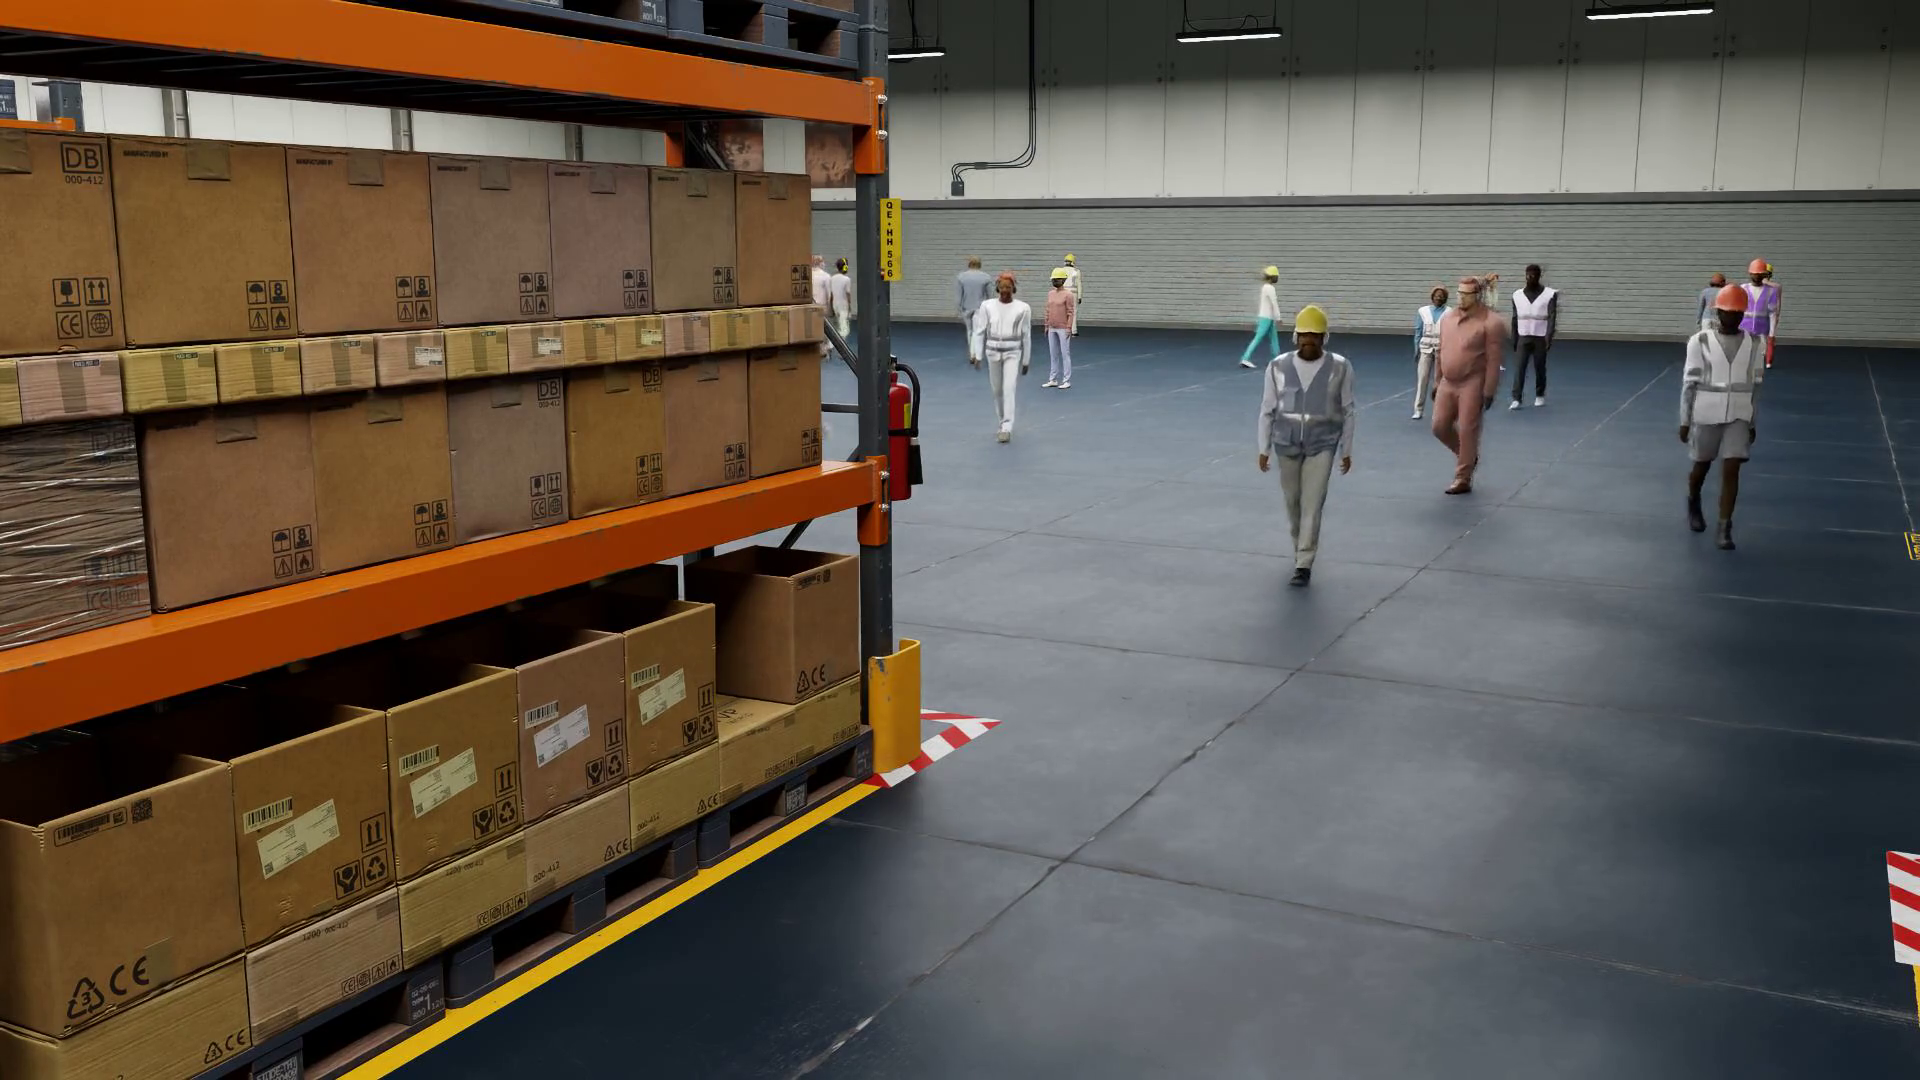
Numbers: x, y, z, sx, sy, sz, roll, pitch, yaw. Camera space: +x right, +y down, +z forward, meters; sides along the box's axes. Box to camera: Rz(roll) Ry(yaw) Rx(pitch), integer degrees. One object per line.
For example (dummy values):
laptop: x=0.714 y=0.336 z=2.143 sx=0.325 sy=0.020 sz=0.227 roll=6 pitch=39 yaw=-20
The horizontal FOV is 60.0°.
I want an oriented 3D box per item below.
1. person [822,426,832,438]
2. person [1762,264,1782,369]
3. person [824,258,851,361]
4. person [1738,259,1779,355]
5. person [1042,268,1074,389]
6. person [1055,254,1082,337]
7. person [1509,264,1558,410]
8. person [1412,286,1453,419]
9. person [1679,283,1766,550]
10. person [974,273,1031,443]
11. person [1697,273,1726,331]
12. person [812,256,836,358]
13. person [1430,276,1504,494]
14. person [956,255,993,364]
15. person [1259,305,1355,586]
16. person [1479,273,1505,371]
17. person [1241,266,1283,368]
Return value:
person: x=-1.915 y=-2.021 z=18.042 sx=1.017 sy=1.939 sz=0.641 roll=-7 pitch=12 yaw=-32
person: x=13.517 y=-3.757 z=27.999 sx=0.523 sy=1.762 sz=0.328 roll=3 pitch=11 yaw=17
person: x=-2.150 y=-4.079 z=29.555 sx=0.516 sy=1.843 sz=0.725 roll=10 pitch=14 yaw=43
person: x=10.749 y=-2.833 z=22.523 sx=0.554 sy=1.918 sz=0.484 roll=5 pitch=12 yaw=26
person: x=1.447 y=-3.109 z=24.451 sx=0.309 sy=1.769 sz=0.525 roll=-10 pitch=14 yaw=-43
person: x=2.402 y=-5.375 z=36.657 sx=0.596 sy=1.819 sz=0.403 roll=4 pitch=11 yaw=21
person: x=7.471 y=-2.653 z=21.678 sx=0.591 sy=1.877 sz=0.961 roll=6 pitch=12 yaw=31
person: x=5.796 y=-2.274 z=20.263 sx=0.523 sy=1.634 sz=0.322 roll=5 pitch=12 yaw=26
person: x=5.559 y=-0.927 z=12.185 sx=0.556 sy=1.906 sz=0.912 roll=2 pitch=11 yaw=13
person: x=0.494 y=-2.024 z=18.346 sx=0.585 sy=1.846 sz=0.966 roll=2 pitch=11 yaw=13
person: x=12.871 y=-3.754 z=28.442 sx=0.510 sy=1.600 sz=0.684 roll=5 pitch=12 yaw=27
person: x=-2.497 y=-4.175 z=29.984 sx=0.656 sy=1.865 sz=0.937 roll=8 pitch=13 yaw=36
person: x=4.412 y=-1.351 z=14.505 sx=0.482 sy=1.891 sz=0.669 roll=-8 pitch=13 yaw=-36
person: x=0.256 y=-4.050 z=29.246 sx=0.647 sy=1.897 sz=1.010 roll=2 pitch=11 yaw=10
person: x=2.278 y=-0.649 z=10.949 sx=0.599 sy=1.794 sz=0.919 roll=4 pitch=11 yaw=21
person: x=8.727 y=-3.574 z=27.408 sx=0.536 sy=1.617 sz=0.667 roll=-6 pitch=12 yaw=-31
person: x=5.194 y=-3.767 z=28.175 sx=0.917 sy=1.722 sz=0.536 roll=0 pitch=10 yaw=0
